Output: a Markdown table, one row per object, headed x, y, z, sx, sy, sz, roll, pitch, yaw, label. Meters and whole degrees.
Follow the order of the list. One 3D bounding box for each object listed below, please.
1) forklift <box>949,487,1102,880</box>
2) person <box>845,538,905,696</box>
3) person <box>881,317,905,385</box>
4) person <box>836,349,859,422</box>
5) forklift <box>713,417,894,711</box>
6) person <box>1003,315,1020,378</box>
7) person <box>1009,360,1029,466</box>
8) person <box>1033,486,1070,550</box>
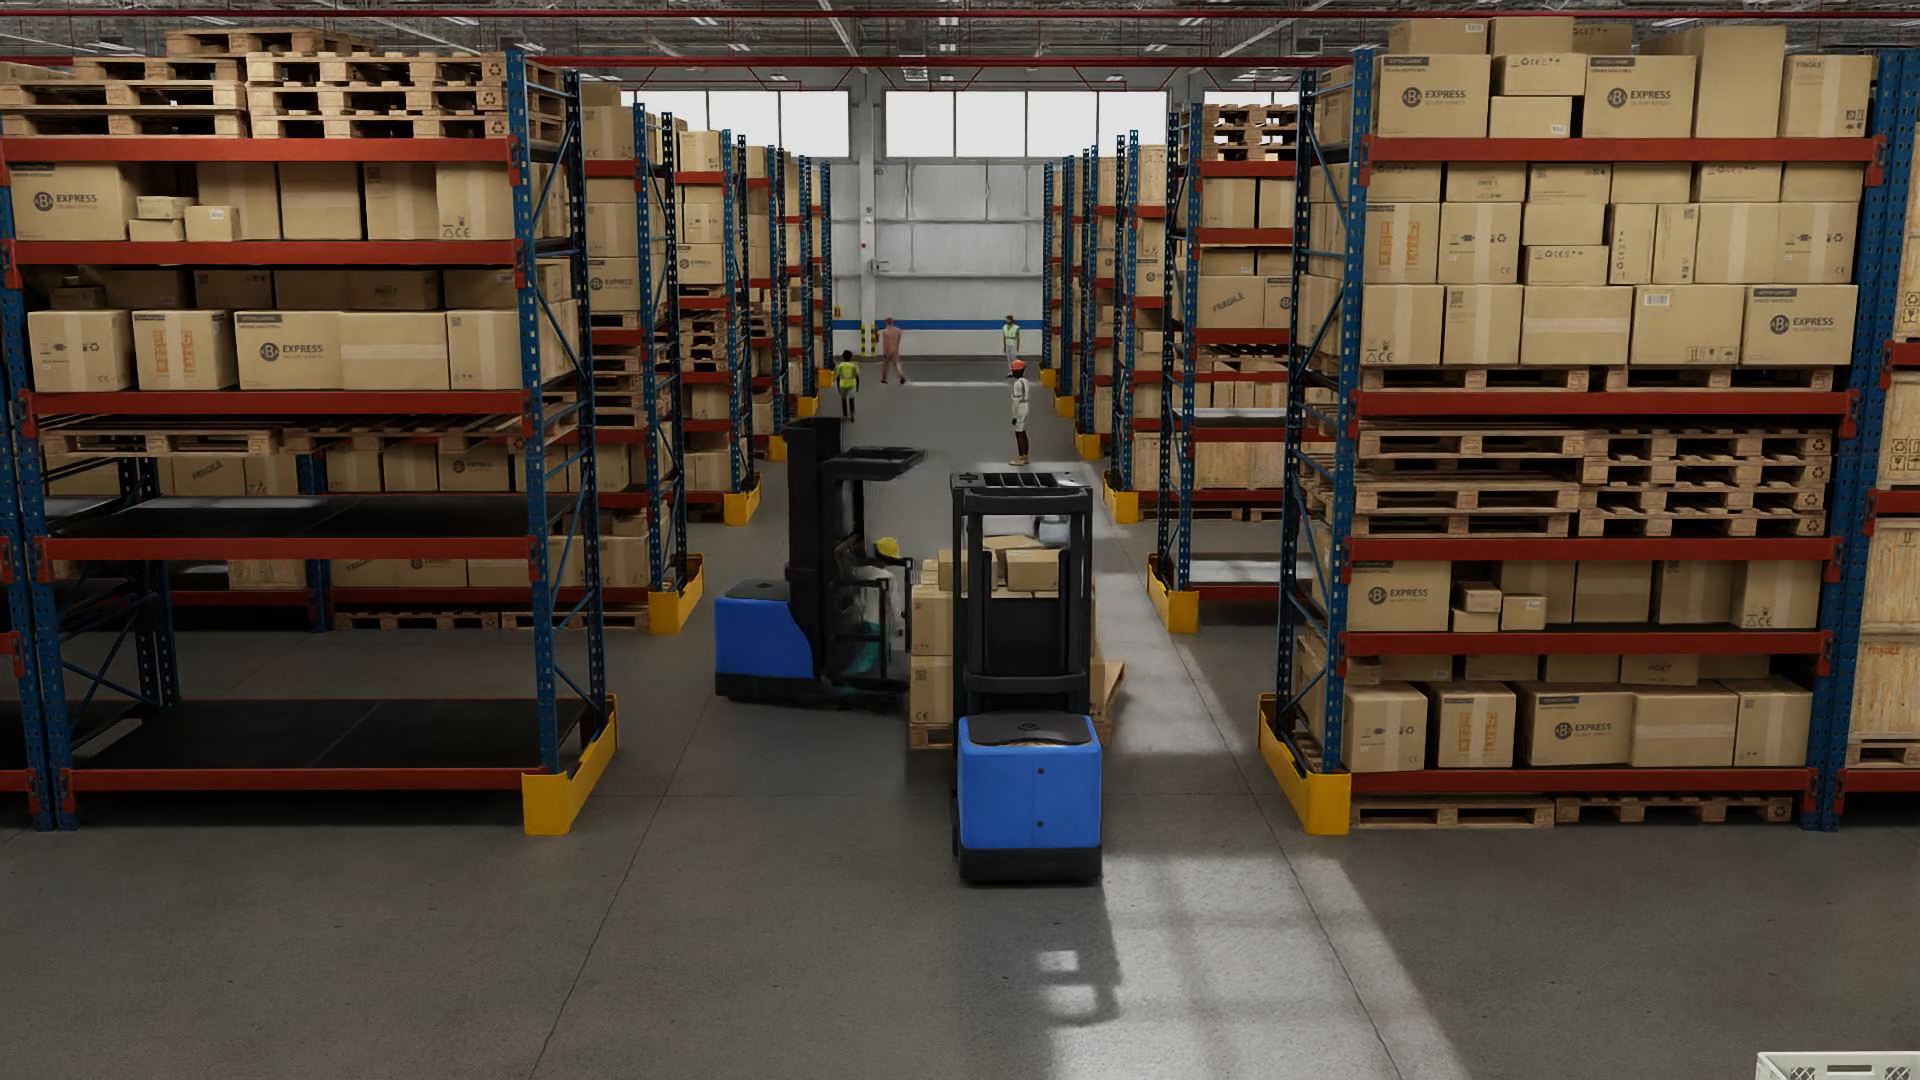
| x | y | z | sx | sy | sz | roll | pitch | yaw | label |
| --- | --- | --- | --- | --- | --- | --- | --- | --- | --- |
| 0.495 | 0.986 | 12.813 | 1.129 | 2.768 | 1.873 | 0 | 11 | -2 | forklift |
| -0.857 | 0.811 | 16.587 | 0.850 | 1.709 | 0.541 | -8 | 14 | -33 | person |
| -1.891 | -5.264 | 46.312 | 0.651 | 1.876 | 0.908 | -8 | 14 | -34 | person |
| -2.574 | -3.529 | 38.188 | 0.541 | 1.681 | 0.706 | -1 | 11 | -5 | person |
| -1.472 | 0.188 | 16.767 | 1.873 | 2.768 | 1.129 | 2 | 12 | 12 | forklift |
| 1.510 | -5.573 | 47.943 | 0.446 | 1.832 | 0.588 | -11 | 16 | -42 | person |
| 1.123 | -2.434 | 31.887 | 0.405 | 2.035 | 0.601 | 4 | 12 | 17 | person |
| 1.219 | -0.019 | 20.806 | 0.540 | 1.665 | 0.752 | 4 | 12 | 20 | person |
